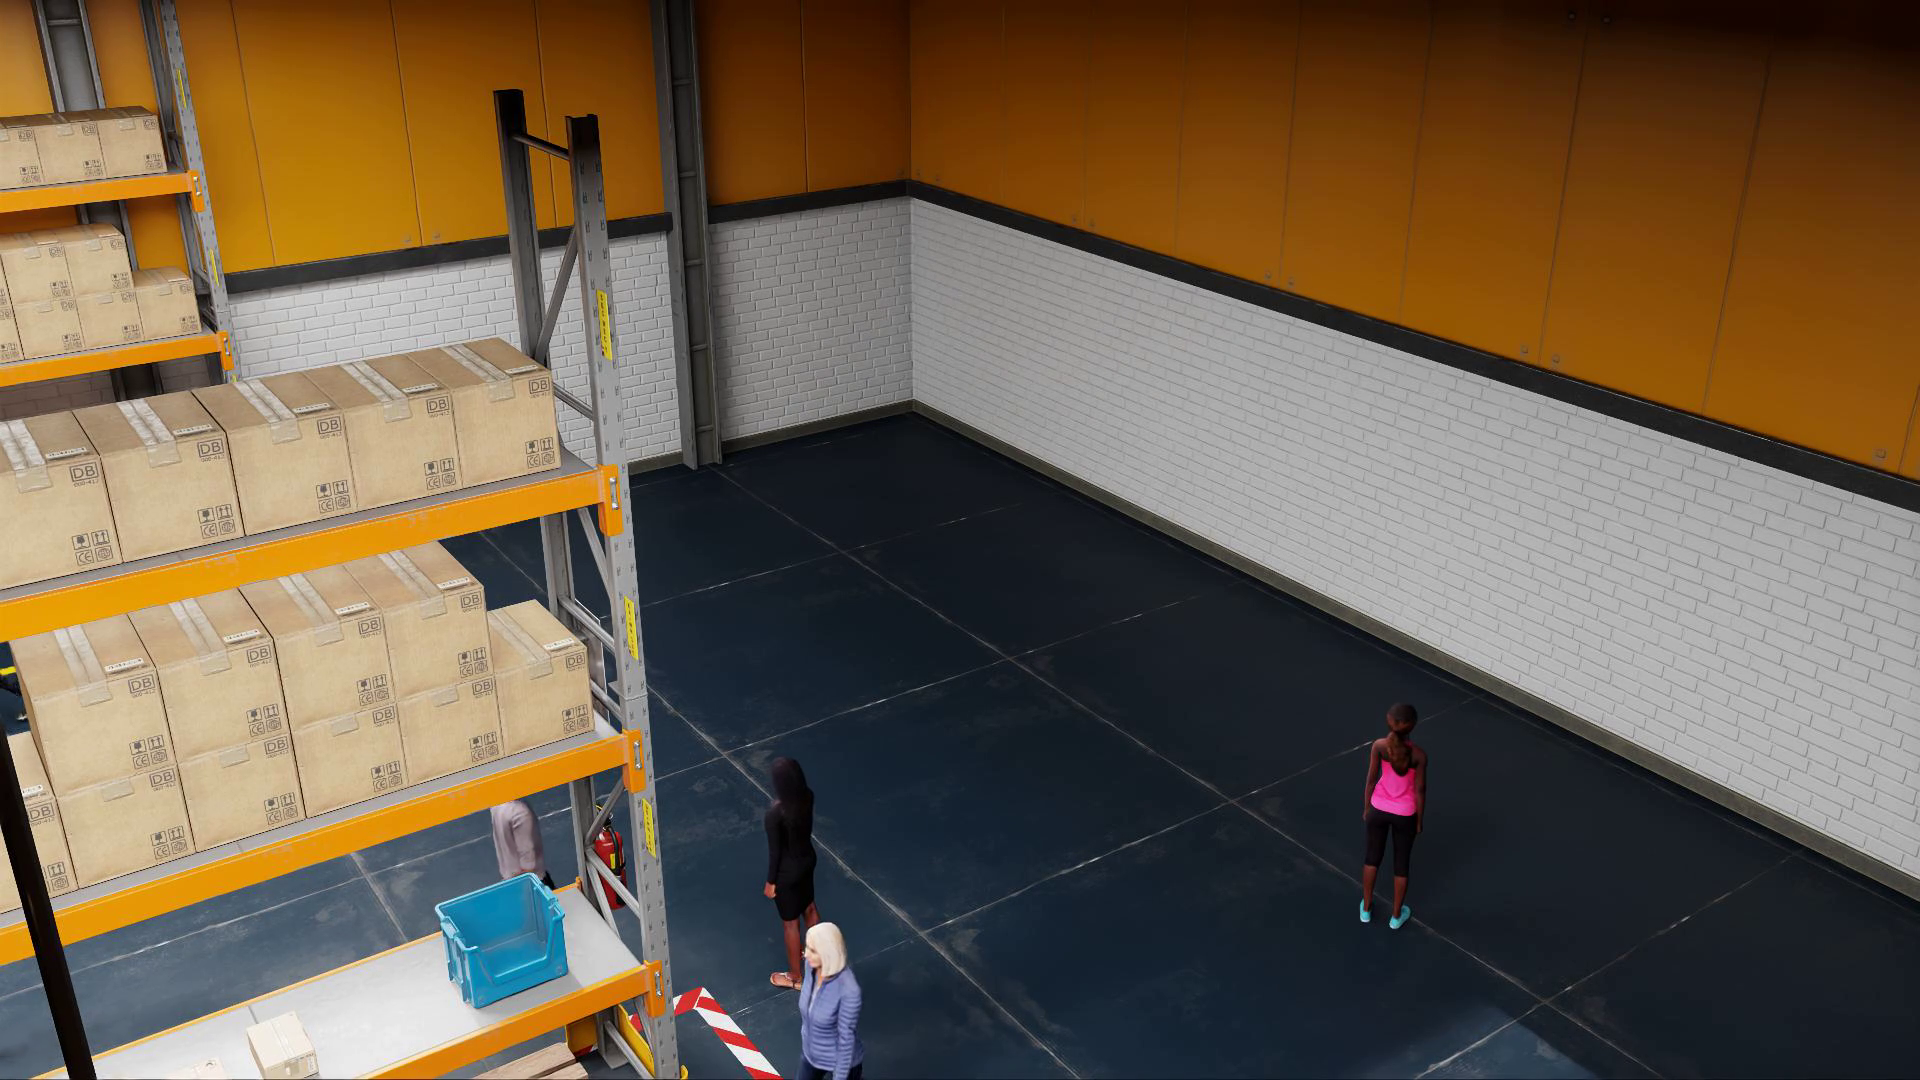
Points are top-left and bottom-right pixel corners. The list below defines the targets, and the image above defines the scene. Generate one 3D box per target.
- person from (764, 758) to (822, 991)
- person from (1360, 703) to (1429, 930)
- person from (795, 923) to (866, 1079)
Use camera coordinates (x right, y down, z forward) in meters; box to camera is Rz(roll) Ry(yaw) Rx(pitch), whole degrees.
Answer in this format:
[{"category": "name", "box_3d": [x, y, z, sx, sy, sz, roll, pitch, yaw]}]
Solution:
[{"category": "person", "box_3d": [-1.106, 2.179, 10.980, 0.743, 1.721, 0.596, 13, 27, 27]}, {"category": "person", "box_3d": [3.011, 1.910, 11.591, 0.659, 1.724, 0.686, 11, 26, 23]}, {"category": "person", "box_3d": [-0.649, 2.864, 9.412, 0.730, 1.722, 0.913, 21, 31, 40]}]
